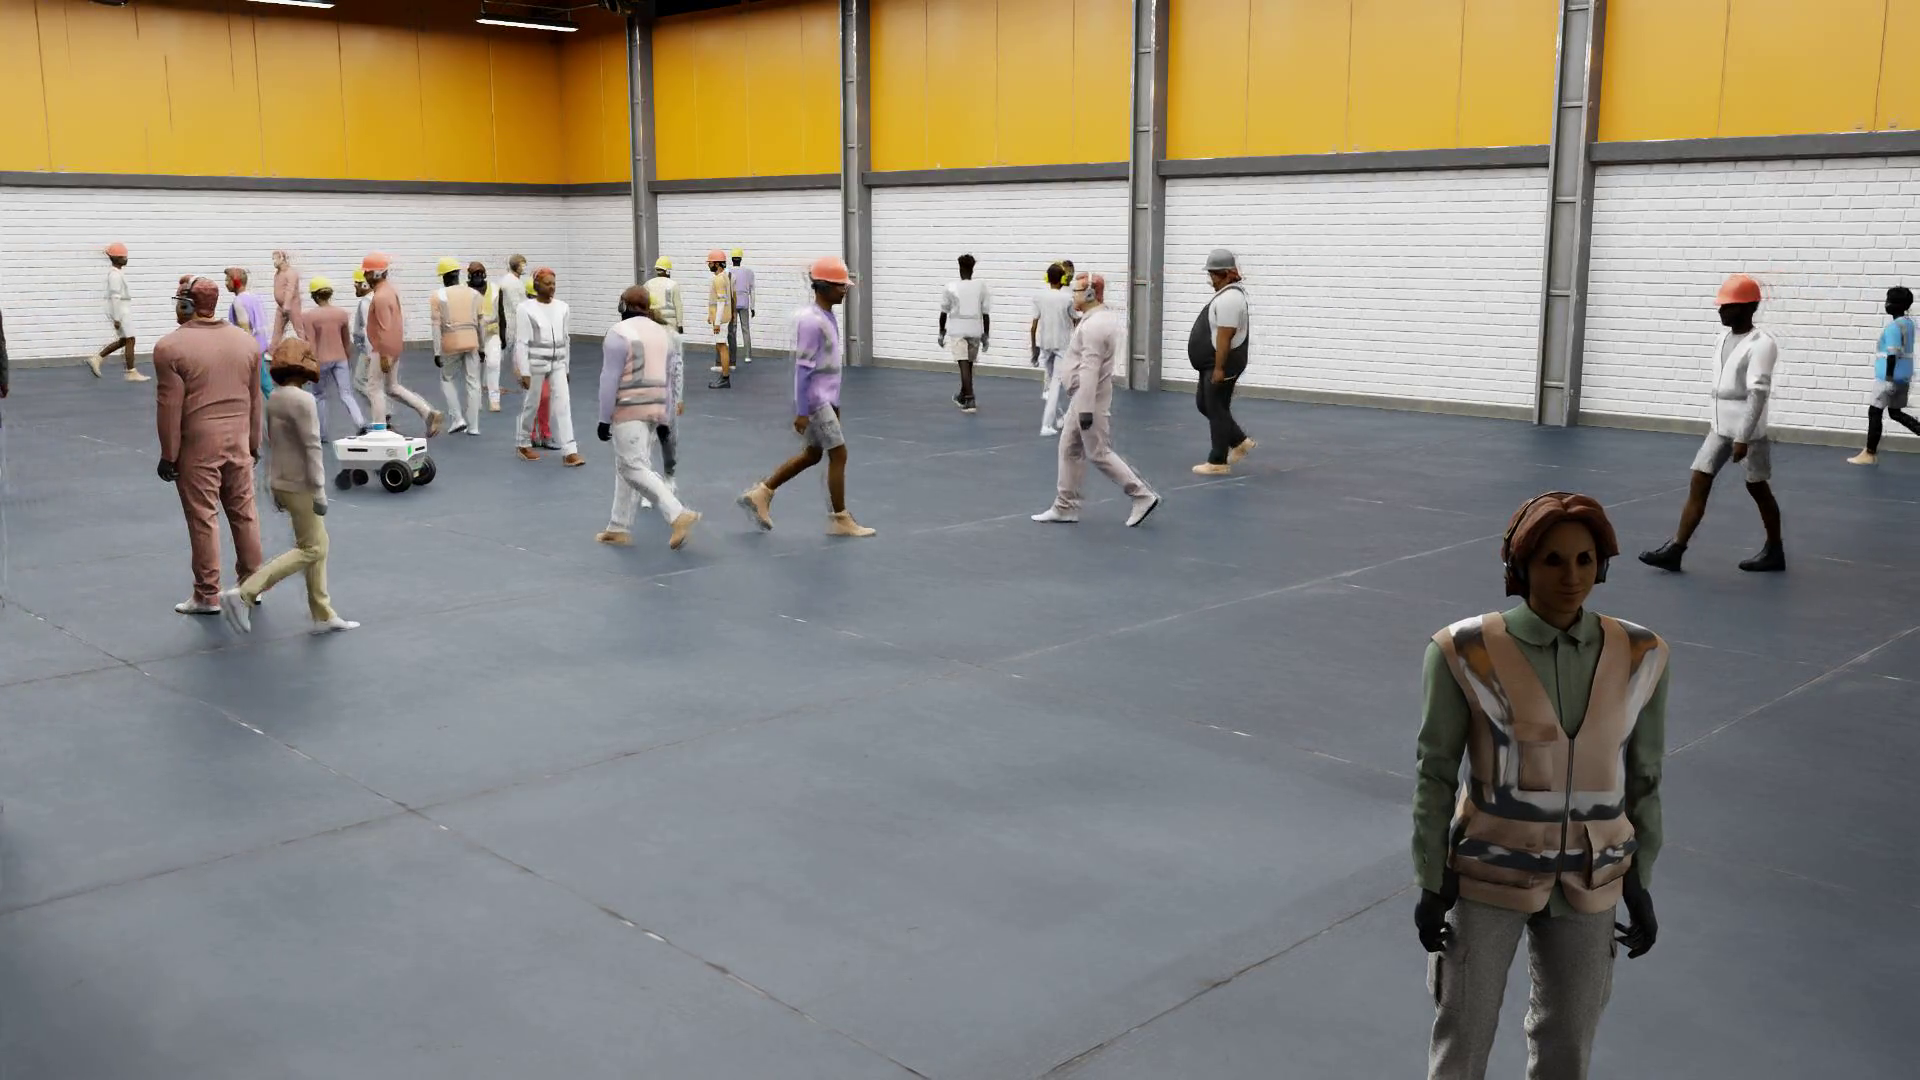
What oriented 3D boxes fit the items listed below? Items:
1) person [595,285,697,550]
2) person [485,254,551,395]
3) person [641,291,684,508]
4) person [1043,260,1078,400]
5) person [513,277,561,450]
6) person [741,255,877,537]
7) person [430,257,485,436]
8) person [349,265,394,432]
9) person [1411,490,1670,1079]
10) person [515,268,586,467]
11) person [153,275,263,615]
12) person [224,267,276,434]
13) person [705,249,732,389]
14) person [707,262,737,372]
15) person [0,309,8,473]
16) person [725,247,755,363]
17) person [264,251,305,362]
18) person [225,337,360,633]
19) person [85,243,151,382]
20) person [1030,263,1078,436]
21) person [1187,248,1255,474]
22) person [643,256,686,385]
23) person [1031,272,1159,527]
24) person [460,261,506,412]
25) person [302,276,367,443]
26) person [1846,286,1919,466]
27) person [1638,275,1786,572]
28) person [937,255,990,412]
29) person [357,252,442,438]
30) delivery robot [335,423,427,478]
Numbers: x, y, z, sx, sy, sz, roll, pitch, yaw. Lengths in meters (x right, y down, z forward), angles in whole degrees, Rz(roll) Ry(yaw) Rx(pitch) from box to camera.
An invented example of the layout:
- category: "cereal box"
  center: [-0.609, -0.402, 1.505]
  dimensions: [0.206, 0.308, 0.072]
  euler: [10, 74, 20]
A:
- category: "person"
  center: [-2.138, -0.830, 11.349]
  dimensions: [0.835, 1.801, 0.651]
  euler: [5, 11, 24]
- category: "person"
  center: [-5.896, -2.871, 22.236]
  dimensions: [1.066, 1.871, 0.625]
  euler: [0, 10, -1]
- category: "person"
  center: [-2.456, -1.158, 13.374]
  dimensions: [0.484, 1.704, 0.865]
  euler: [-1, 10, -7]
- category: "person"
  center: [1.334, -2.663, 21.296]
  dimensions: [0.540, 1.813, 0.996]
  euler: [-5, 12, -27]
- category: "person"
  center: [-4.165, -1.756, 16.558]
  dimensions: [0.627, 1.720, 0.630]
  euler: [4, 11, 21]
- category: "person"
  center: [-1.090, -1.004, 11.764]
  dimensions: [0.928, 2.009, 0.623]
  euler: [1, 10, 6]
- category: "person"
  center: [-5.360, -2.063, 17.762]
  dimensions: [0.624, 1.904, 0.532]
  euler: [-8, 13, -38]
- category: "person"
  center: [-6.336, -2.050, 17.949]
  dimensions: [0.418, 1.816, 0.590]
  euler: [0, 10, 2]
- category: "person"
  center: [1.159, 0.710, 3.369]
  dimensions: [0.514, 1.641, 0.308]
  euler: [-1, 10, -4]
- category: "person"
  center: [-3.875, -1.610, 15.500]
  dimensions: [0.598, 1.838, 1.000]
  euler: [-10, 14, -44]
- category: "person"
  center: [-4.257, -0.537, 9.424]
  dimensions: [0.407, 1.913, 0.641]
  euler: [6, 12, 30]
- category: "person"
  center: [-7.640, -2.008, 17.762]
  dimensions: [0.966, 1.793, 0.585]
  euler: [-1, 10, -8]
- category: "person"
  center: [-3.372, -3.083, 23.238]
  dimensions: [0.357, 1.938, 0.545]
  euler: [-1, 10, -4]
- category: "person"
  center: [-3.731, -3.561, 26.099]
  dimensions: [0.505, 1.844, 0.346]
  euler: [-9, 14, -40]
- category: "person"
  center: [-8.377, -1.368, 14.056]
  dimensions: [0.596, 1.876, 0.561]
  euler: [-7, 13, -34]
- category: "person"
  center: [-3.726, -3.924, 27.850]
  dimensions: [0.595, 1.925, 0.371]
  euler: [-3, 11, -18]
- category: "person"
  center: [-11.340, -3.888, 27.832]
  dimensions: [0.658, 1.862, 0.934]
  euler: [9, 14, 39]
- category: "person"
  center: [-3.556, -0.264, 8.765]
  dimensions: [0.628, 1.607, 0.503]
  euler: [-8, 13, -36]
- category: "person"
  center: [-12.270, -3.288, 24.108]
  dimensions: [0.742, 2.028, 0.610]
  euler: [-6, 12, -30]
- category: "person"
  center: [1.074, -2.066, 18.002]
  dimensions: [0.507, 1.823, 0.961]
  euler: [5, 12, 26]
- category: "person"
  center: [2.308, -1.601, 14.872]
  dimensions: [0.550, 2.000, 0.684]
  euler: [1, 10, 6]
- category: "person"
  center: [-4.167, -3.086, 23.539]
  dimensions: [0.590, 1.833, 0.404]
  euler: [4, 11, 21]
- category: "person"
  center: [1.009, -1.025, 12.190]
  dimensions: [0.897, 1.873, 0.649]
  euler: [1, 10, 5]
- category: "person"
  center: [-5.777, -2.434, 20.043]
  dimensions: [0.648, 1.809, 0.794]
  euler: [-4, 11, -22]
- category: "person"
  center: [-6.379, -1.817, 16.926]
  dimensions: [0.876, 1.733, 0.531]
  euler: [9, 14, 41]
- category: "person"
  center: [8.632, -1.493, 15.262]
  dimensions: [0.539, 1.678, 0.701]
  euler: [-9, 14, -41]
- category: "person"
  center: [4.847, -0.711, 10.453]
  dimensions: [0.984, 1.883, 0.565]
  euler: [-2, 11, -10]
- category: "person"
  center: [0.056, -2.522, 20.311]
  dimensions: [0.607, 1.905, 1.053]
  euler: [-4, 11, -20]
- category: "person"
  center: [-5.768, -1.939, 16.920]
  dimensions: [0.769, 1.969, 0.626]
  euler: [-1, 10, -6]
- category: "delivery robot"
  center: [-4.879, -0.747, 14.014]
  dimensions: [0.707, 0.478, 0.477]
  euler: [2, 10, 9]
